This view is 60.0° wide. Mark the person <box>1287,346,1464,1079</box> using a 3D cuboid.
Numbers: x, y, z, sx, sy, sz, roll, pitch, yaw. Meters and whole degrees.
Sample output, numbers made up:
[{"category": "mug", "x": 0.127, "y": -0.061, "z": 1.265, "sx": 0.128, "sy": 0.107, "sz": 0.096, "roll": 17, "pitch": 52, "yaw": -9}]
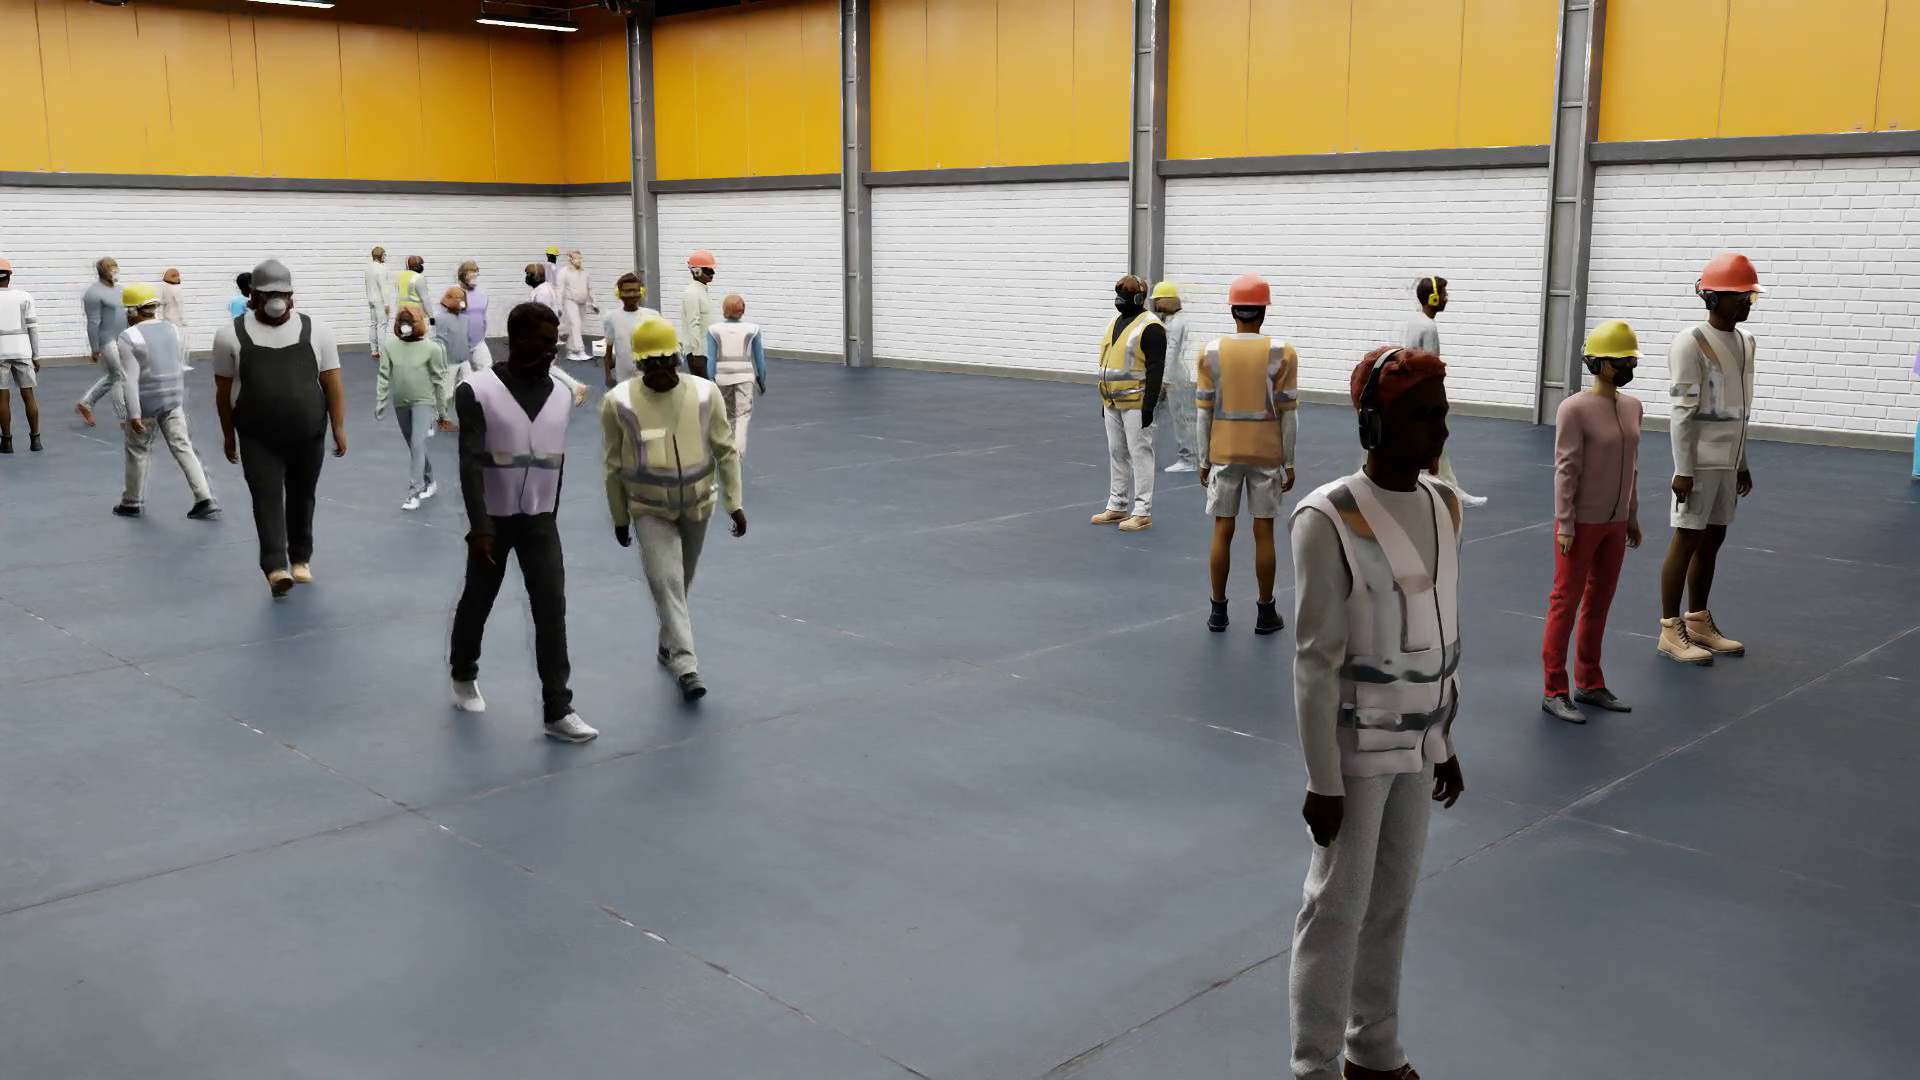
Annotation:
[{"category": "person", "x": 0.981, "y": 0.496, "z": 3.873, "sx": 0.575, "sy": 1.883, "sz": 0.355, "roll": -10, "pitch": 14, "yaw": -43}]

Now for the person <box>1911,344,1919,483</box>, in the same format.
[{"category": "person", "x": 8.445, "y": -1.409, "z": 14.347, "sx": 0.377, "sy": 1.847, "sz": 0.570, "roll": 9, "pitch": 14, "yaw": 40}]

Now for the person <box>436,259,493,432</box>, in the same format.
[{"category": "person", "x": -5.332, "y": -2.067, "z": 17.895, "sx": 0.963, "sy": 1.897, "sz": 0.630, "roll": 8, "pitch": 13, "yaw": 37}]

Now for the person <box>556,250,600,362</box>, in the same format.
[{"category": "person", "x": -6.424, "y": -3.948, "z": 28.152, "sx": 0.895, "sy": 1.868, "sz": 0.658, "roll": 6, "pitch": 12, "yaw": 30}]

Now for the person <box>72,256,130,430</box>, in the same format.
[{"category": "person", "x": -9.398, "y": -2.156, "z": 18.265, "sx": 0.870, "sy": 1.916, "sz": 0.630, "roll": 0, "pitch": 10, "yaw": 1}]

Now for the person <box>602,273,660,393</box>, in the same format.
[{"category": "person", "x": -2.754, "y": -1.356, "z": 14.161, "sx": 0.536, "sy": 1.828, "sz": 0.970, "roll": -4, "pitch": 11, "yaw": -20}]

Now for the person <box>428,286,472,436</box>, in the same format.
[{"category": "person", "x": -5.323, "y": -1.845, "z": 17.375, "sx": 0.695, "sy": 1.608, "sz": 0.511, "roll": 5, "pitch": 12, "yaw": 26}]

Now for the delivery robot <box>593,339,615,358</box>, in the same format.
[{"category": "delivery robot", "x": -5.623, "y": -3.111, "z": 26.906, "sx": 0.707, "sy": 0.478, "sz": 0.477, "roll": 9, "pitch": 14, "yaw": 41}]

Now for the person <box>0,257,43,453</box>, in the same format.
[{"category": "person", "x": -9.356, "y": -1.815, "z": 16.351, "sx": 0.543, "sy": 1.928, "sz": 0.373, "roll": -8, "pitch": 13, "yaw": -37}]

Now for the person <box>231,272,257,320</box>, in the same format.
[{"category": "person", "x": -9.021, "y": -2.585, "z": 21.296, "sx": 0.837, "sy": 1.655, "sz": 0.540, "roll": -1, "pitch": 10, "yaw": -6}]

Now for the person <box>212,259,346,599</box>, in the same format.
[{"category": "person", "x": -4.013, "y": -0.685, "z": 9.882, "sx": 0.703, "sy": 2.000, "sz": 1.030, "roll": -6, "pitch": 12, "yaw": -28}]

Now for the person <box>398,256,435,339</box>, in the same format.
[{"category": "person", "x": -8.350, "y": -3.488, "z": 25.802, "sx": 0.651, "sy": 1.803, "sz": 0.869, "roll": 10, "pitch": 14, "yaw": 42}]

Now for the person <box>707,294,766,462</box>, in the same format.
[{"category": "person", "x": -2.052, "y": -1.441, "z": 15.212, "sx": 0.540, "sy": 1.606, "sz": 0.790, "roll": 0, "pitch": 10, "yaw": 0}]

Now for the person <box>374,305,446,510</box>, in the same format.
[{"category": "person", "x": -4.338, "y": -1.071, "z": 13.230, "sx": 0.497, "sy": 1.591, "sz": 0.869, "roll": 2, "pitch": 11, "yaw": 8}]

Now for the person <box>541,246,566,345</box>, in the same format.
[{"category": "person", "x": -7.979, "y": -4.777, "z": 32.533, "sx": 0.583, "sy": 1.919, "sz": 0.390, "roll": 6, "pitch": 12, "yaw": 31}]

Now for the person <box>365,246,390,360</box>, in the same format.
[{"category": "person", "x": -9.963, "y": -4.054, "z": 28.525, "sx": 0.359, "sy": 1.938, "sz": 0.632, "roll": -10, "pitch": 14, "yaw": -43}]

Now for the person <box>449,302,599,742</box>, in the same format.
[{"category": "person", "x": -1.948, "y": -0.102, "z": 7.238, "sx": 0.612, "sy": 1.860, "sz": 1.034, "roll": -10, "pitch": 14, "yaw": -43}]

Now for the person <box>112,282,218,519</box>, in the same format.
[{"category": "person", "x": -6.029, "y": -1.038, "z": 12.482, "sx": 0.914, "sy": 1.795, "sz": 0.584, "roll": 6, "pitch": 12, "yaw": 28}]

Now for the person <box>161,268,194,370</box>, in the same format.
[{"category": "person", "x": -12.407, "y": -3.465, "z": 26.198, "sx": 0.504, "sy": 1.620, "sz": 0.477, "roll": 9, "pitch": 13, "yaw": 39}]

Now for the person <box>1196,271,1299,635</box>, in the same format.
[{"category": "person", "x": 1.533, "y": -0.456, "z": 8.907, "sx": 0.545, "sy": 1.941, "sz": 0.350, "roll": 3, "pitch": 11, "yaw": 17}]

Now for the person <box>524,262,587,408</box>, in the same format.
[{"category": "person", "x": -4.931, "y": -2.417, "z": 19.949, "sx": 0.751, "sy": 1.815, "sz": 0.610, "roll": -1, "pitch": 10, "yaw": -7}]

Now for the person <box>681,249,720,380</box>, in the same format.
[{"category": "person", "x": -2.567, "y": -1.847, "z": 16.397, "sx": 0.482, "sy": 1.999, "sz": 0.626, "roll": 0, "pitch": 10, "yaw": 0}]

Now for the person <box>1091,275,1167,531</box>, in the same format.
[{"category": "person", "x": 1.221, "y": -0.997, "z": 12.117, "sx": 0.429, "sy": 1.846, "sz": 0.625, "roll": -6, "pitch": 12, "yaw": -30}]

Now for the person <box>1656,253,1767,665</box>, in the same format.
[{"category": "person", "x": 3.780, "y": -0.402, "z": 8.333, "sx": 0.608, "sy": 2.044, "sz": 0.377, "roll": -8, "pitch": 13, "yaw": -36}]

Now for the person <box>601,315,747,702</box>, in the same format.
[{"category": "person", "x": -1.338, "y": -0.162, "z": 7.783, "sx": 0.595, "sy": 1.769, "sz": 0.971, "roll": -5, "pitch": 12, "yaw": -25}]

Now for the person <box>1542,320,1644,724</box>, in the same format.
[{"category": "person", "x": 2.821, "y": -0.083, "z": 7.350, "sx": 0.522, "sy": 1.768, "sz": 0.312, "roll": -7, "pitch": 12, "yaw": -32}]

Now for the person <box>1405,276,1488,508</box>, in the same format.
[{"category": "person", "x": 3.591, "y": -1.123, "z": 12.883, "sx": 1.003, "sy": 1.825, "sz": 0.540, "roll": 1, "pitch": 10, "yaw": 5}]

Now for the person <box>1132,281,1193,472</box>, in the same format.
[{"category": "person", "x": 1.772, "y": -1.449, "z": 14.946, "sx": 0.768, "sy": 1.717, "sz": 0.491, "roll": -3, "pitch": 11, "yaw": -16}]
